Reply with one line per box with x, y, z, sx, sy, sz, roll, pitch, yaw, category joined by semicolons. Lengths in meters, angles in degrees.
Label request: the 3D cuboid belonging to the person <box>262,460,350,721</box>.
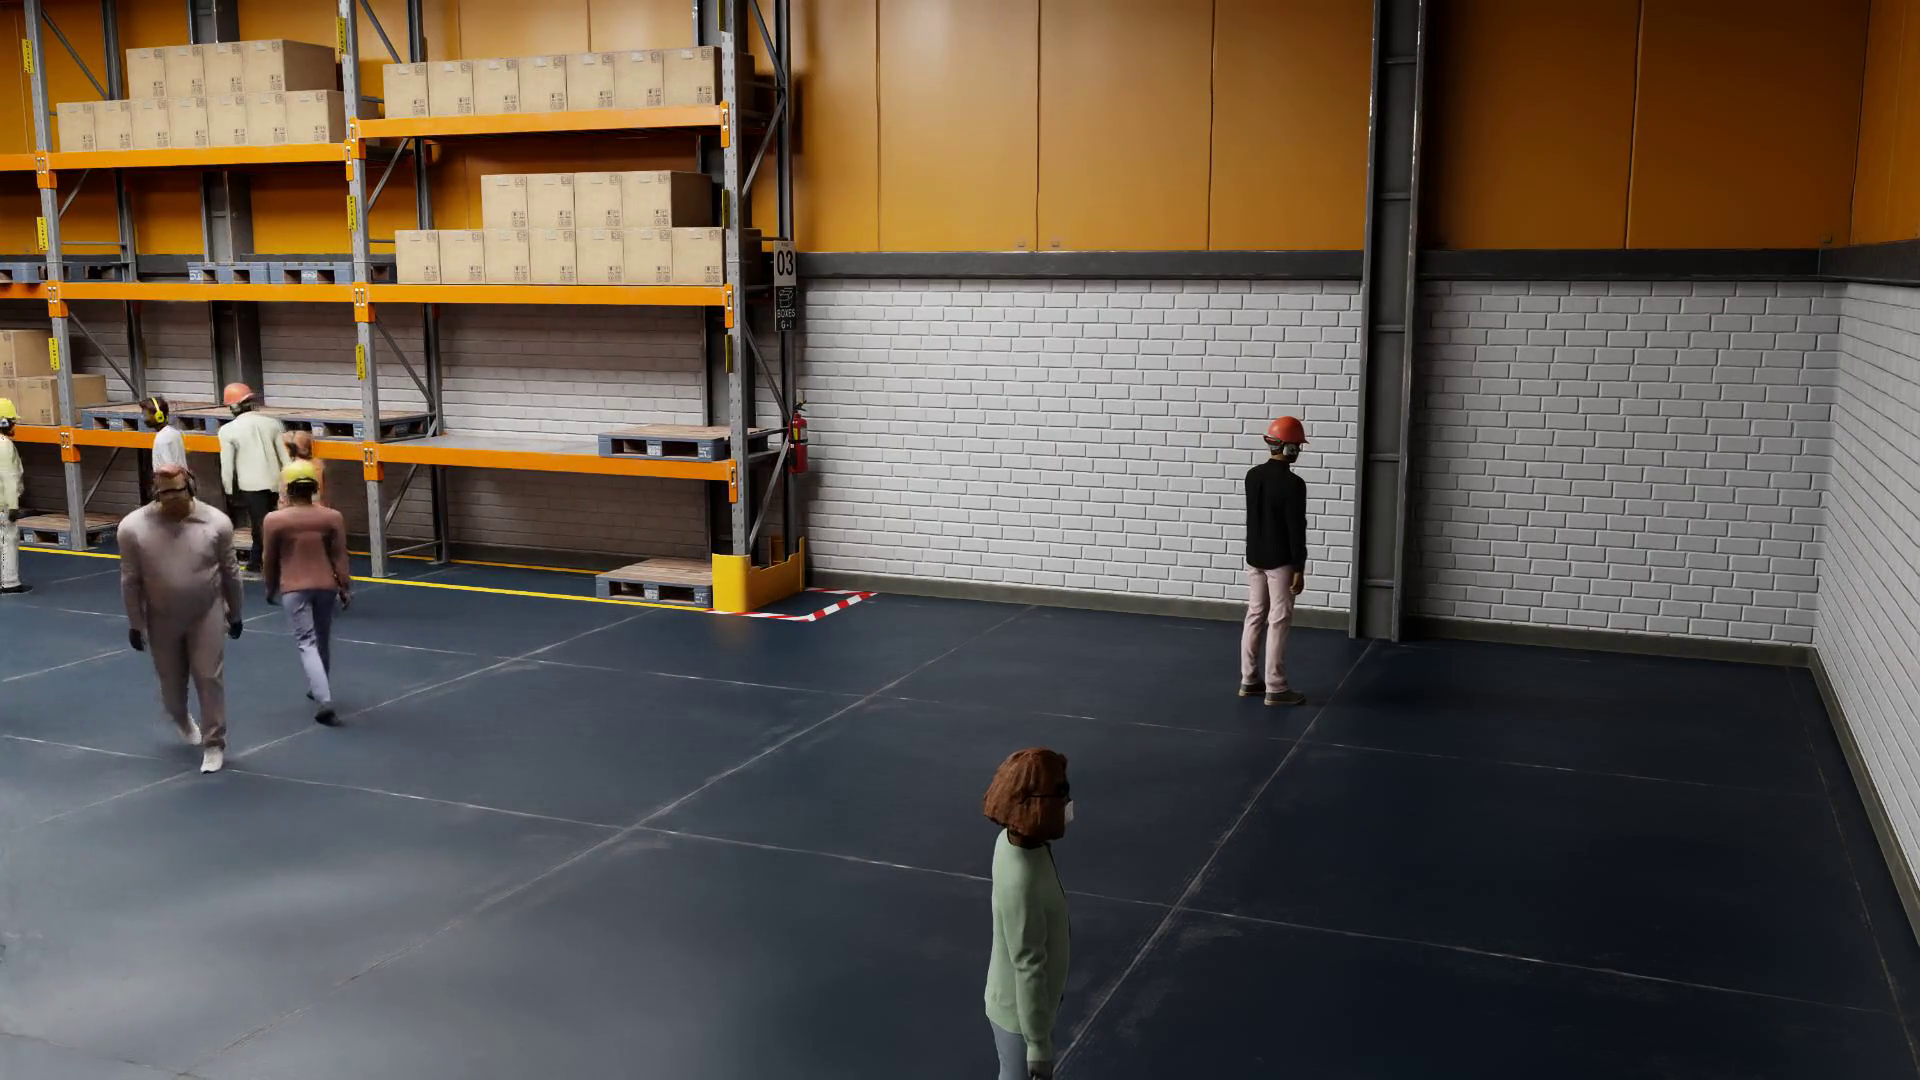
-4.356;0.324;11.140;0.520;1.723;0.890;-8;12;-38;person

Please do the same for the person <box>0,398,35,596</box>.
-8.748;-0.379;15.128;0.618;1.812;0.479;7;11;35;person

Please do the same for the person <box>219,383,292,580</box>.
-6.555;-0.515;15.634;0.976;1.933;0.657;6;11;32;person

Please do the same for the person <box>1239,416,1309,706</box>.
2.190;0.142;11.448;0.402;1.989;0.614;-5;11;-27;person

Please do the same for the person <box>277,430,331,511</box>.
-5.647;-0.130;14.170;0.590;1.615;0.547;2;10;14;person

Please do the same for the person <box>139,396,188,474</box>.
-7.190;-0.382;15.058;0.607;1.841;0.545;-1;9;-6;person

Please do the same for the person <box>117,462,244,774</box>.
-4.664;0.434;10.021;0.663;1.873;0.654;-3;10;-20;person

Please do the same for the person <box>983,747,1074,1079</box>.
0.210;1.401;4.881;0.284;1.633;0.500;0;9;-1;person
